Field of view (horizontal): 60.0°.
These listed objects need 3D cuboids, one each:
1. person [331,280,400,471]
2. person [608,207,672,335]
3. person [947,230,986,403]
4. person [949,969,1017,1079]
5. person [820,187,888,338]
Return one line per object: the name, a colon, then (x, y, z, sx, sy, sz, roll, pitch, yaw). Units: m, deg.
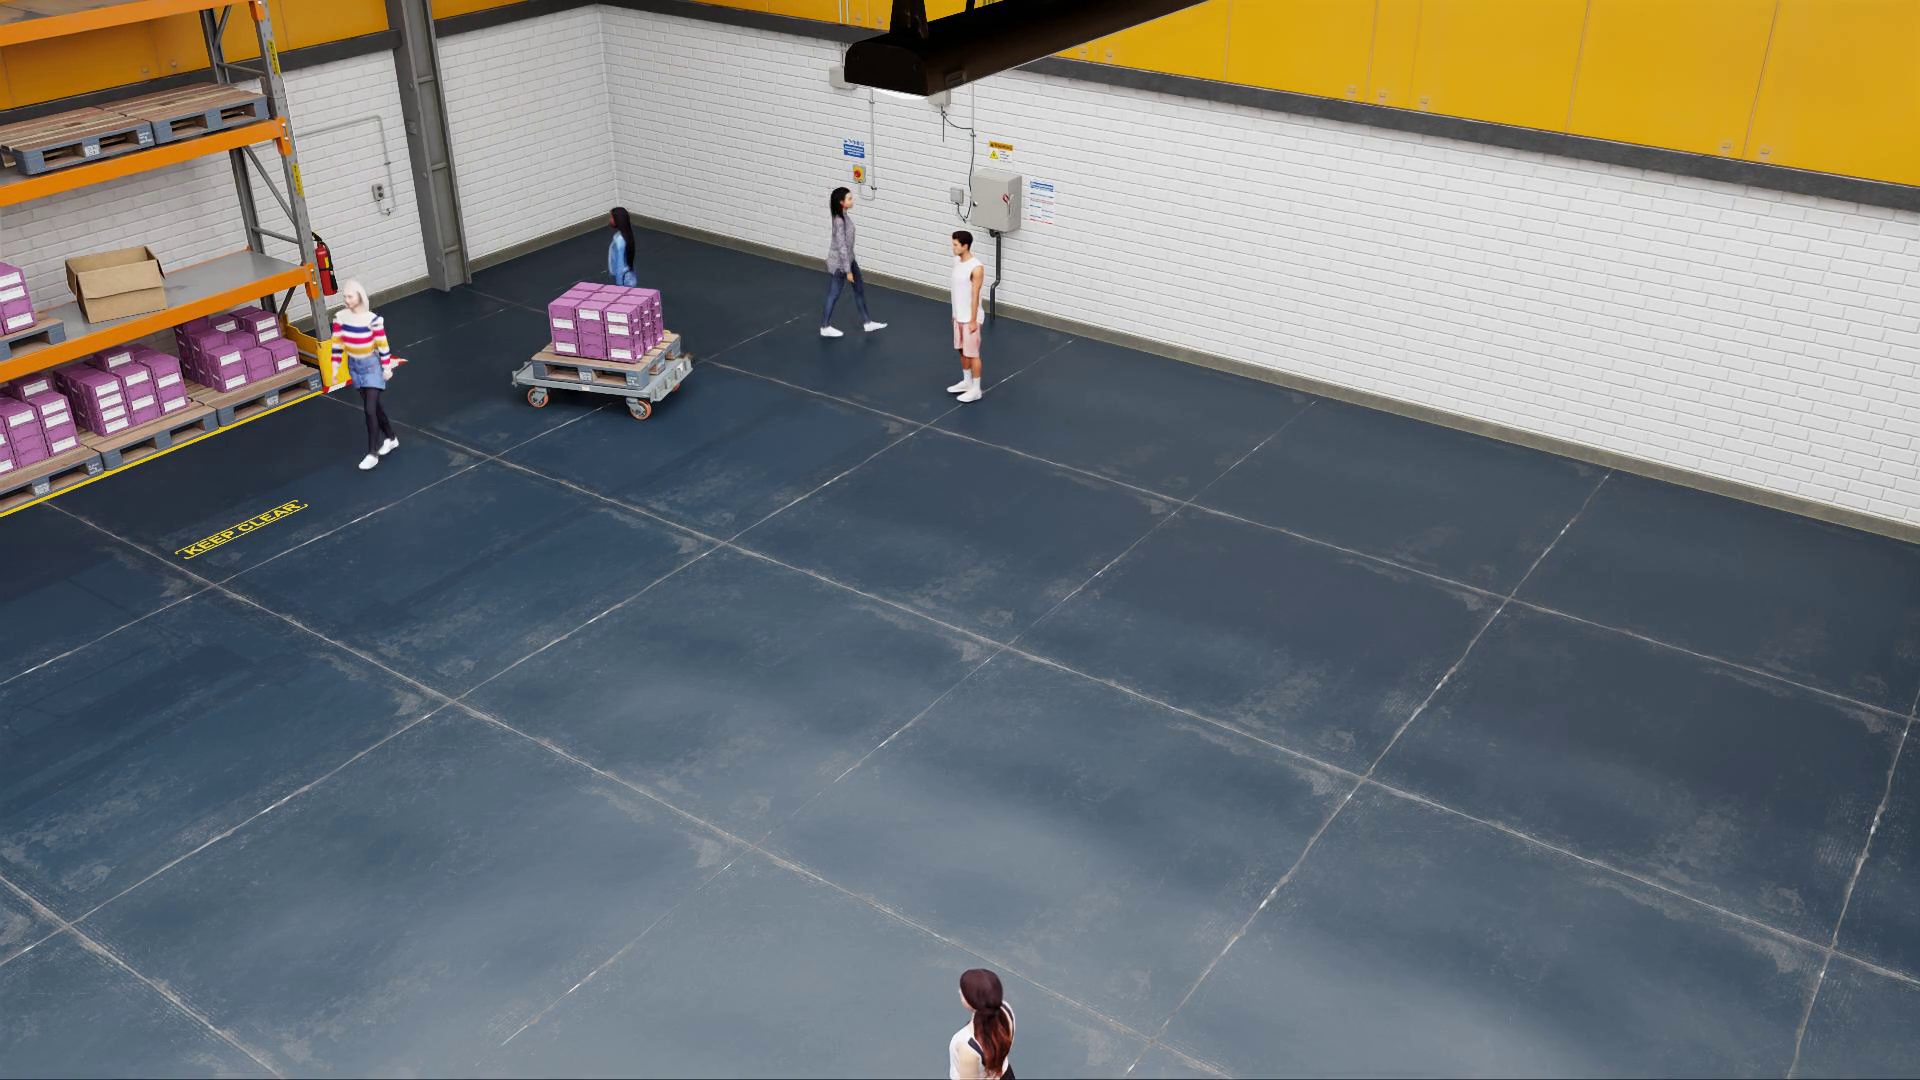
person: (-5.563, -1.620, 15.720, 0.839, 1.780, 1.030, 9, 30, 15)
person: (-3.505, -2.721, 17.829, 0.997, 1.694, 0.978, -1, 29, -3)
person: (0.096, -2.299, 16.967, 0.741, 1.779, 0.737, -14, 32, -24)
person: (0.127, 2.693, 7.953, 0.611, 1.647, 0.470, 17, 33, 28)
person: (-1.395, -3.056, 18.435, 1.019, 1.702, 1.046, 2, 29, 3)
